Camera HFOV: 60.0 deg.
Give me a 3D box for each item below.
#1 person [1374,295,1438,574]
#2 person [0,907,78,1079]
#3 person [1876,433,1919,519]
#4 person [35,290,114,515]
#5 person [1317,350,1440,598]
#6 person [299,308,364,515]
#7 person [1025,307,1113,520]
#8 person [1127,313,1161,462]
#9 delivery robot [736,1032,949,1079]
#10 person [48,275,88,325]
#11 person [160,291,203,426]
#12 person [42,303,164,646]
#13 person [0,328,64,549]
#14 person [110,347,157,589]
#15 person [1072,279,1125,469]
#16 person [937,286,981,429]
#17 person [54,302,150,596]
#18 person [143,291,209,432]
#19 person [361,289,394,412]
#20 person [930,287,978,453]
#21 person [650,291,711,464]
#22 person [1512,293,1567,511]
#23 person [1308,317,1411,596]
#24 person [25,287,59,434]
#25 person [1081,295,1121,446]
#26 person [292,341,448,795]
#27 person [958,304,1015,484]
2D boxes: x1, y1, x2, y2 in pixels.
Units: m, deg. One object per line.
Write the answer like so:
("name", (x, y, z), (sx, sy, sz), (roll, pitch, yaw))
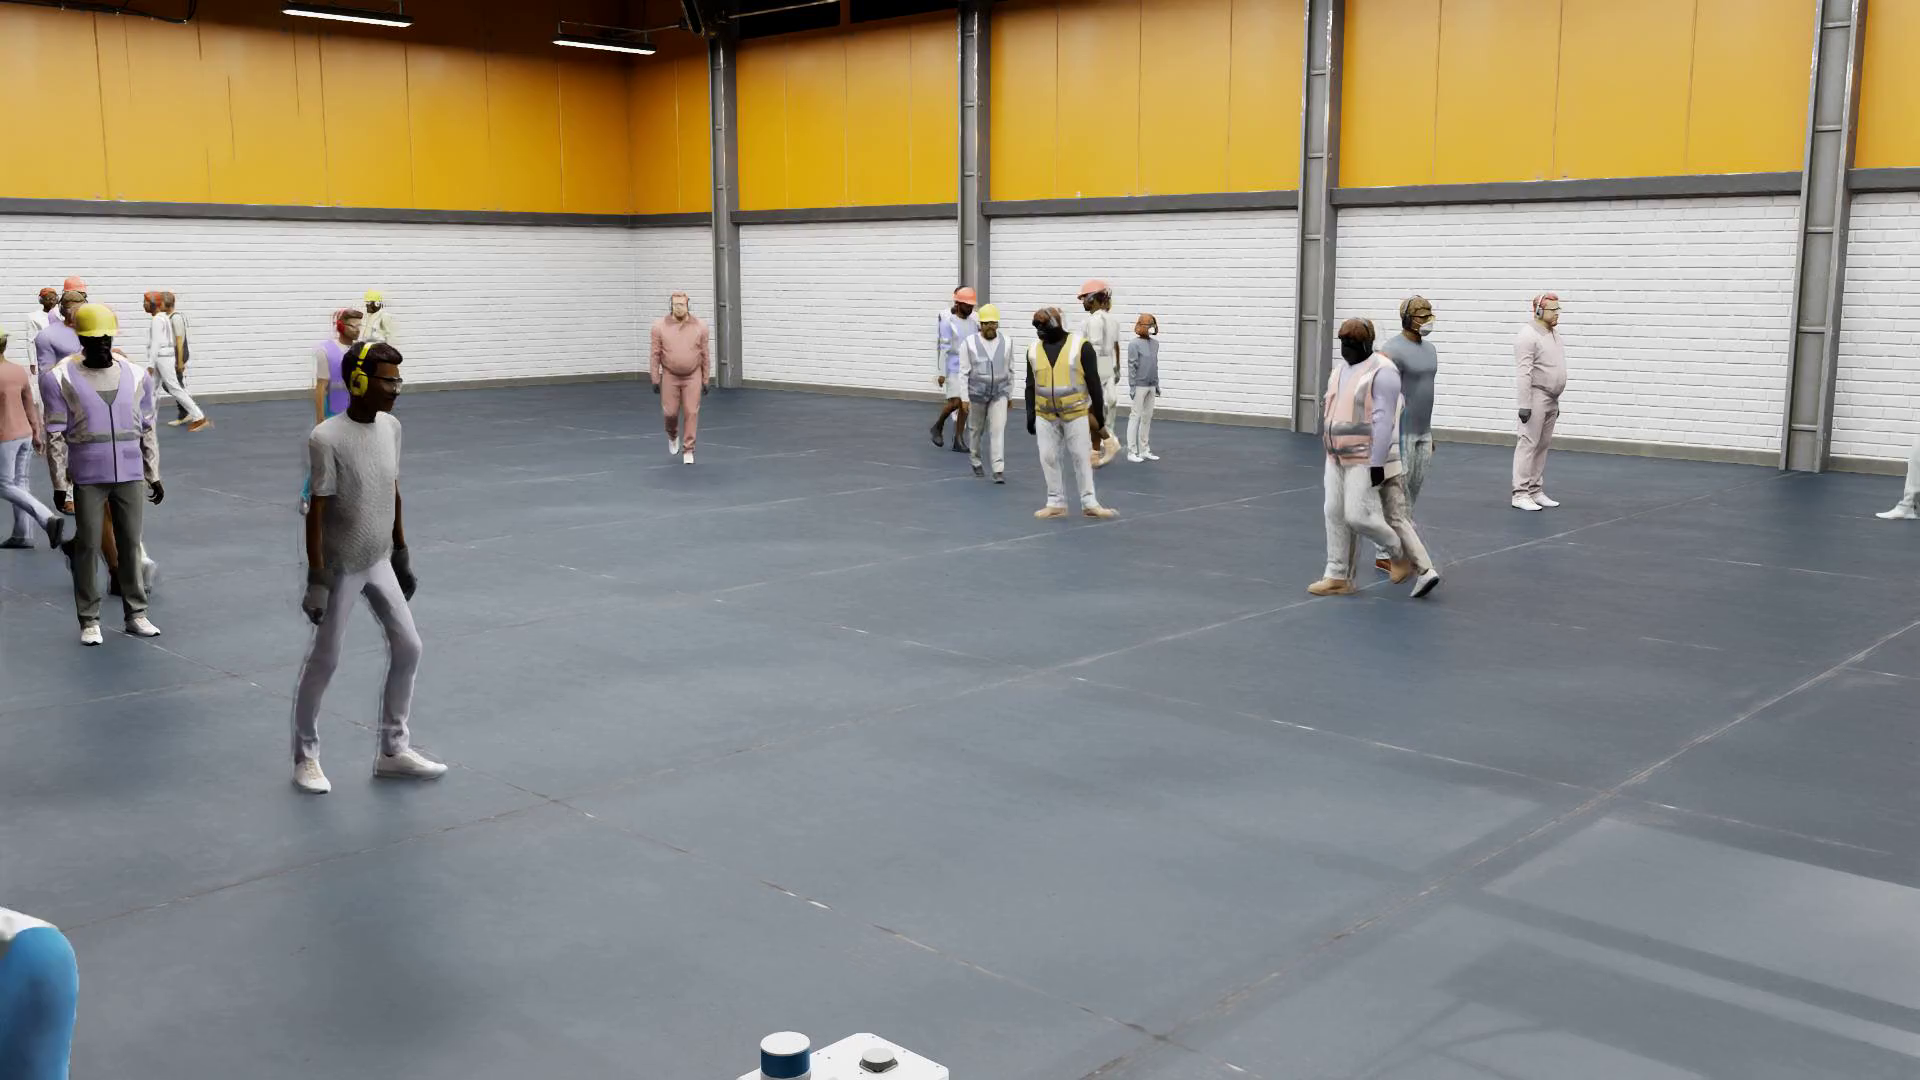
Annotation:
("person", (3.121, -0.730, 11.597), (0.355, 1.938, 0.637), (9, 13, 43))
("person", (-1.278, 0.960, 2.053), (0.550, 1.652, 0.778), (2, 9, 10))
("person", (8.299, -1.065, 13.840), (0.951, 1.889, 0.603), (3, 10, 18))
("person", (-7.635, -1.193, 14.439), (0.355, 1.936, 0.637), (9, 13, 43))
("person", (2.757, -0.429, 10.796), (0.517, 1.605, 0.828), (-7, 12, -37))
("person", (-5.389, -1.094, 14.300), (0.776, 1.802, 0.587), (4, 10, 25))
("person", (0.914, -1.052, 14.015), (0.774, 1.804, 0.439), (4, 10, 21))
("person", (2.037, -1.680, 18.359), (0.265, 1.632, 0.508), (9, 13, 43))
("delivery robot", (-0.354, 1.251, 3.396), (0.477, 0.478, 0.707), (9, 13, 43))
("person", (-10.397, -2.098, 19.673), (0.387, 2.039, 0.616), (9, 13, 43))
("person", (-10.592, -2.429, 22.397), (0.415, 1.823, 0.515), (-6, 11, -32))
("person", (-4.845, -0.374, 9.453), (0.374, 1.925, 0.595), (9, 13, 43))
("person", (-7.001, -0.759, 12.372), (0.658, 1.738, 0.538), (1, 9, 4))
("person", (-5.513, -0.459, 10.961), (0.716, 1.613, 0.505), (7, 11, 35))
("person", (1.441, -1.741, 17.571), (0.473, 2.014, 0.623), (2, 10, 15))
("person", (-0.008, -2.463, 22.346), (0.606, 1.897, 0.756), (1, 9, 4))
("person", (-5.637, -0.588, 10.815), (0.762, 1.909, 0.570), (3, 10, 20))
("person", (-10.279, -2.294, 21.533), (0.974, 1.845, 0.578), (-5, 10, -26))
("person", (-8.644, -2.786, 24.589), (0.434, 1.817, 0.597), (-9, 13, -43))
("person", (-0.029, -1.962, 19.238), (0.575, 1.915, 0.551), (-8, 12, -40))
("person", (-3.057, -1.786, 18.227), (0.658, 1.888, 0.611), (-2, 9, -10))
("person", (5.136, -1.218, 14.692), (0.406, 1.906, 0.654), (9, 13, 43))
("person", (2.611, -0.530, 10.729), (0.597, 1.818, 0.636), (-4, 10, -22))
("person", (-11.709, -2.314, 21.476), (0.340, 1.883, 0.586), (9, 13, 43))
("person", (1.695, -2.030, 19.847), (0.513, 1.849, 0.453), (-1, 9, -8))
("person", (-2.443, 0.110, 6.775), (0.689, 1.827, 0.640), (3, 10, 19))
("person", (0.261, -1.476, 16.681), (0.601, 1.780, 0.945), (-2, 9, -10))
